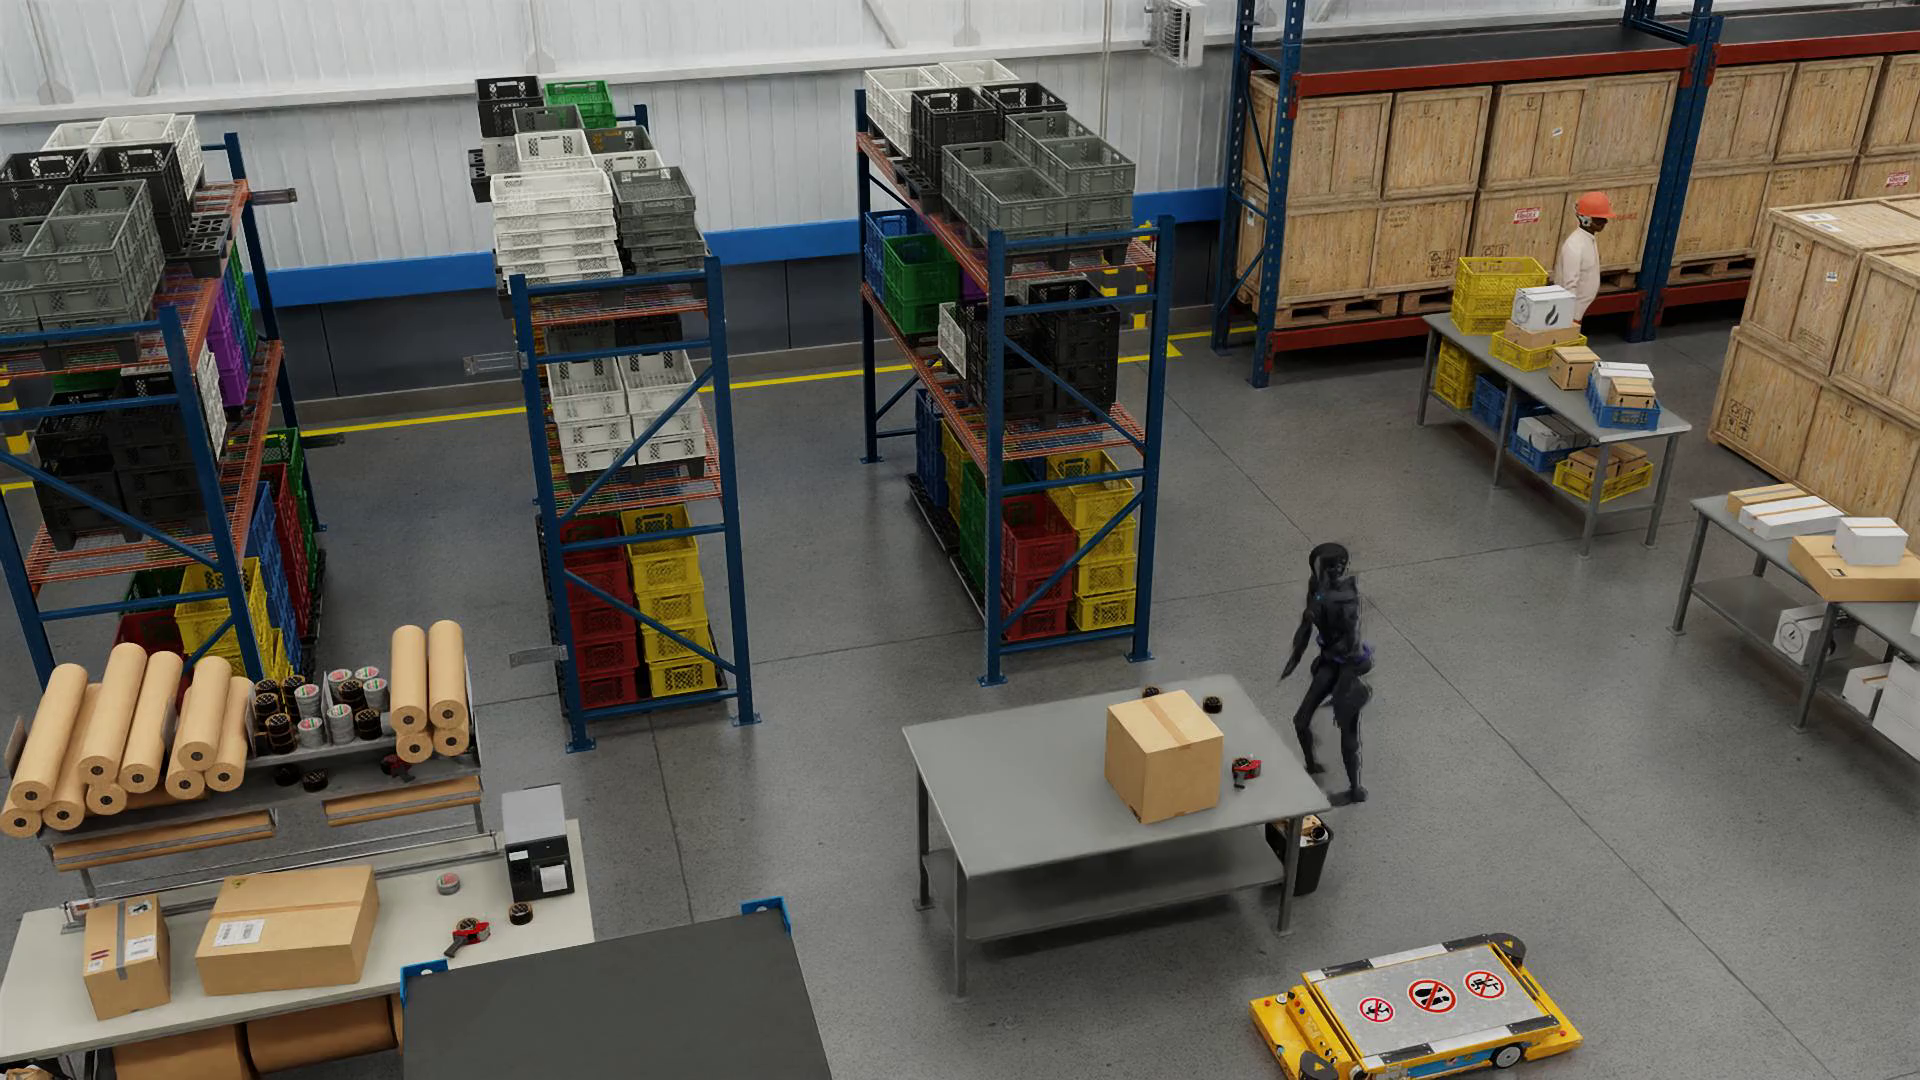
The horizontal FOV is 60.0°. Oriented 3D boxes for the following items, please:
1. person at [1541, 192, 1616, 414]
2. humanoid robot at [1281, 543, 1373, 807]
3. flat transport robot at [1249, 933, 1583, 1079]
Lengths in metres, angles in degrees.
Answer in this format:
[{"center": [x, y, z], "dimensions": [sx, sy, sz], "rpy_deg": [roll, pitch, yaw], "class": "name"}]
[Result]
[{"center": [5.122, -1.932, 13.887], "dimensions": [0.380, 1.994, 0.610], "rpy_deg": [14, 32, 24], "class": "person"}, {"center": [2.111, 0.733, 9.388], "dimensions": [0.448, 1.629, 0.576], "rpy_deg": [-10, 30, -17], "class": "humanoid robot"}, {"center": [2.184, 2.282, 7.980], "dimensions": [1.431, 0.197, 0.652], "rpy_deg": [-8, 30, -14], "class": "flat transport robot"}]
